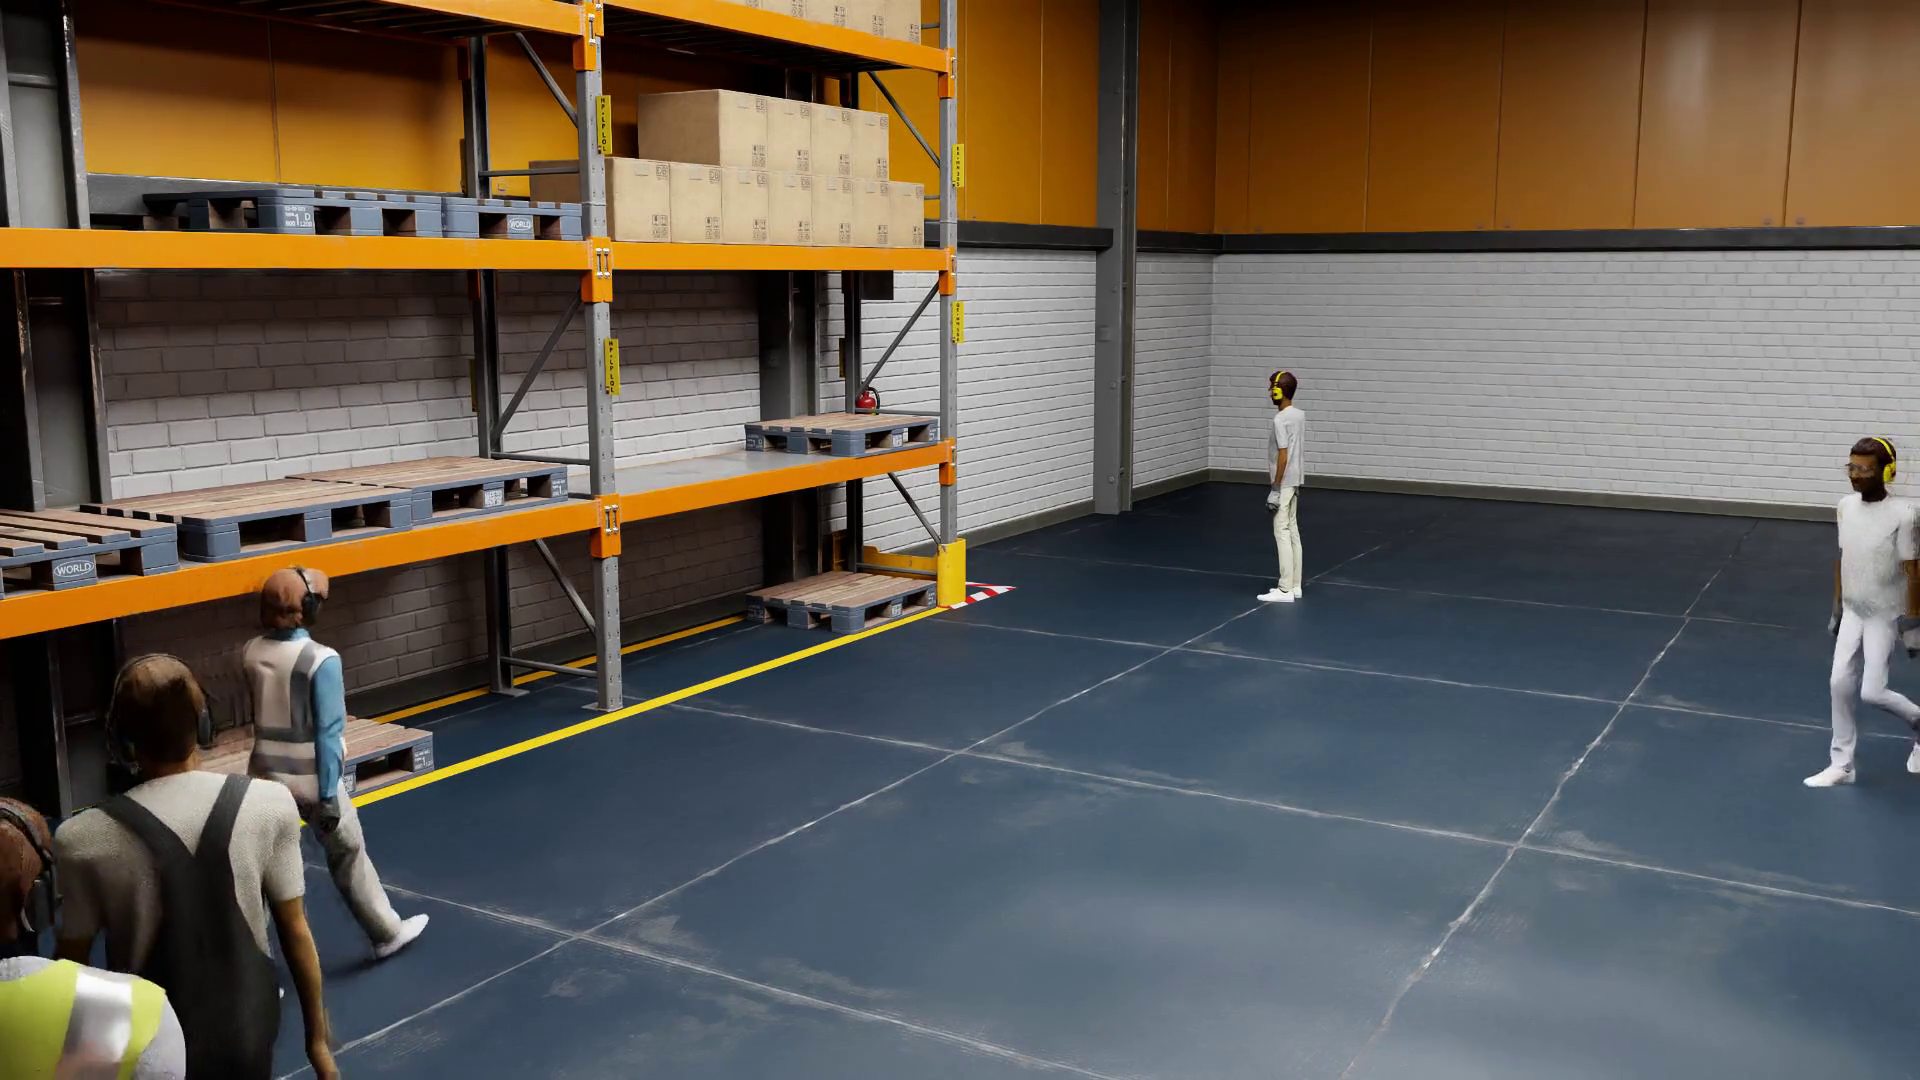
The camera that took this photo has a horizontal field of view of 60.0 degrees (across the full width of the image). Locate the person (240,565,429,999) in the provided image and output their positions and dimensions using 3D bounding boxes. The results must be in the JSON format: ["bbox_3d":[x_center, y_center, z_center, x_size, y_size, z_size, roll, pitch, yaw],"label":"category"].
[{"bbox_3d":[-2.404,0.878,6.123,0.542,1.583,0.877,5,10,27],"label":"person"}]

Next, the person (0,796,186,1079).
[{"bbox_3d":[-1.584,1.311,2.785,0.635,1.807,0.868,-2,9,-9],"label":"person"}]

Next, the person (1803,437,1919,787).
[{"bbox_3d":[4.735,0.380,8.488,0.634,1.847,0.507,-2,9,-13],"label":"person"}]

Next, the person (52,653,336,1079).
[{"bbox_3d":[-1.797,1.141,3.849,0.556,1.797,0.943,-7,11,-37],"label":"person"}]

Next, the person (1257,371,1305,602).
[{"bbox_3d":[2.612,-0.427,13.435,0.310,1.864,0.533,5,11,30],"label":"person"}]
